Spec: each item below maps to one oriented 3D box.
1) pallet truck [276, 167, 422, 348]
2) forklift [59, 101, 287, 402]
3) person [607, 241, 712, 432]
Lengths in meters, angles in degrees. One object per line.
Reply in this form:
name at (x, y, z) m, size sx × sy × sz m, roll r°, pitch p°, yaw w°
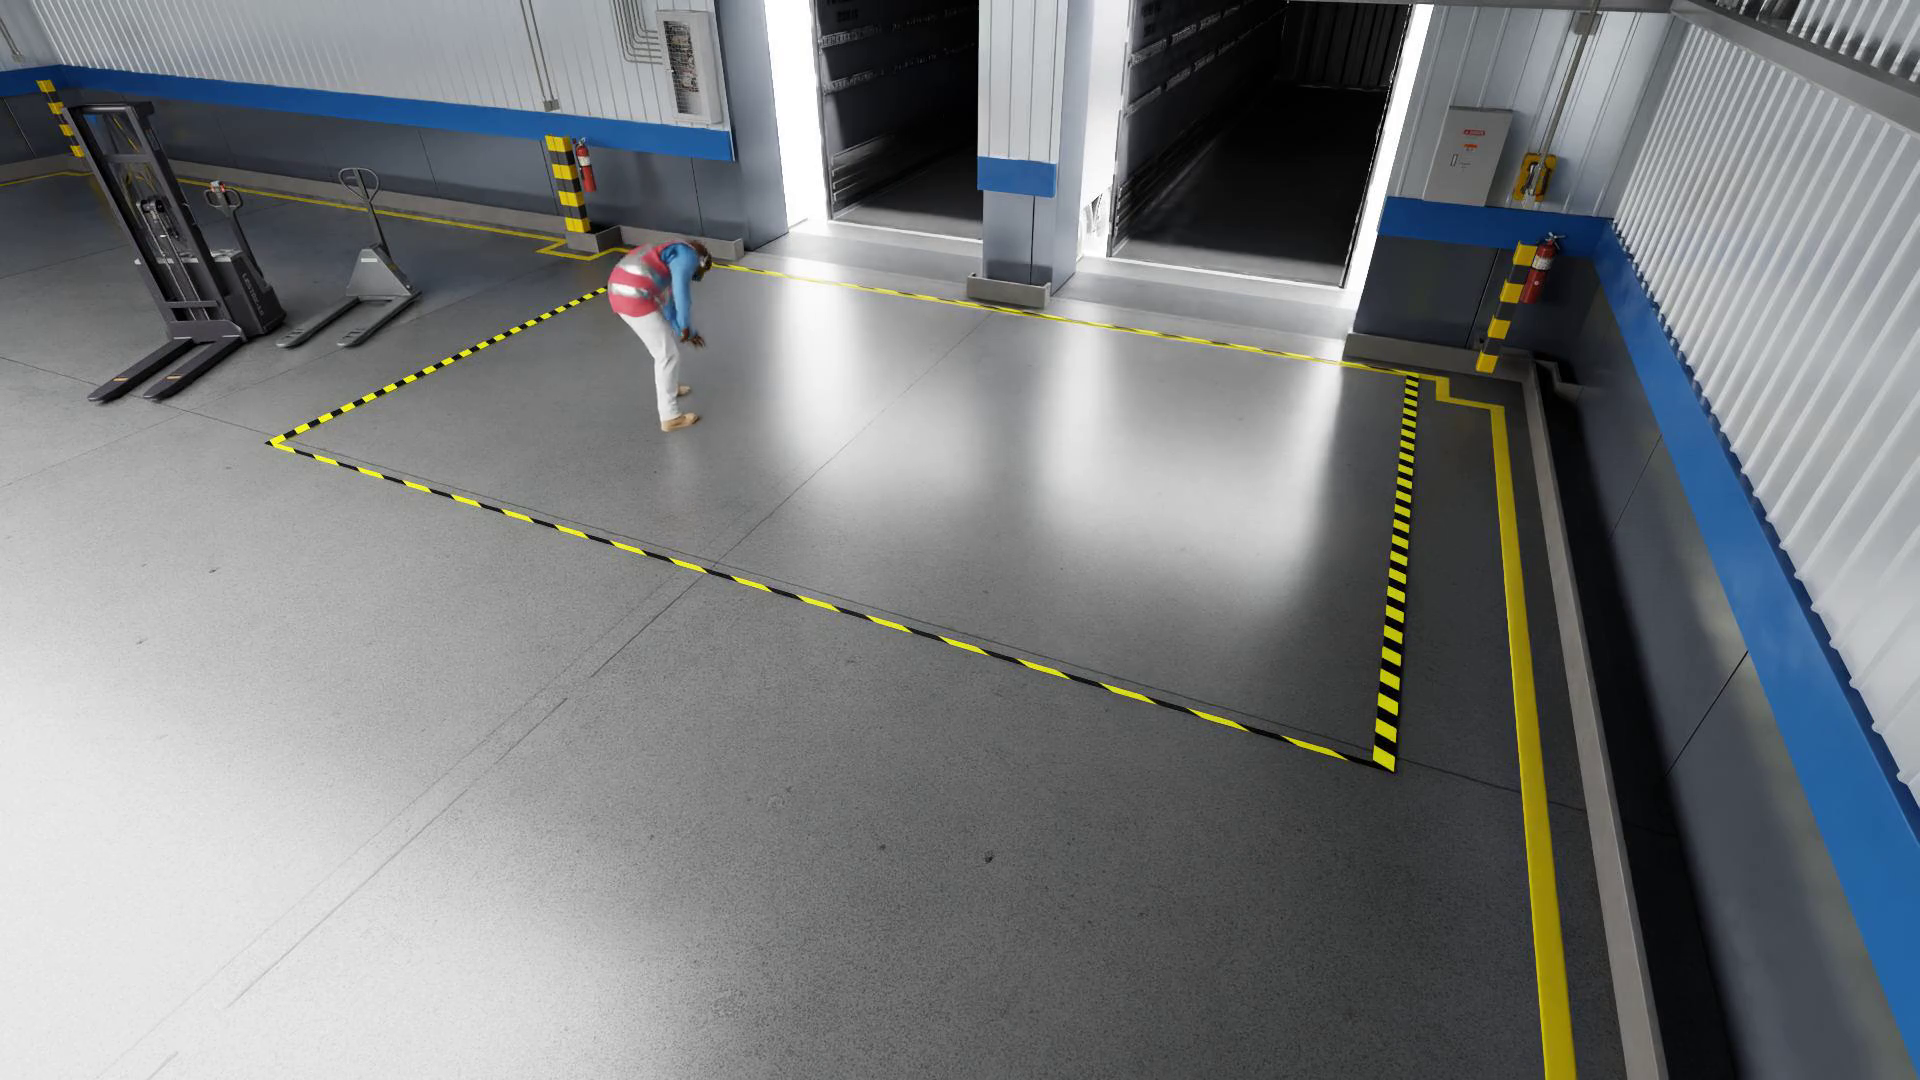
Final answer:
pallet truck at (-5.732, -2.611, 8.414) m, size 0.680 × 1.201 × 1.601 m, roll -1°, pitch 35°, yaw -1°
forklift at (-6.686, -2.387, 7.434) m, size 0.823 × 1.965 × 1.885 m, roll -3°, pitch 35°, yaw -5°
person at (-2.184, -1.626, 7.006) m, size 0.851 × 1.283 × 0.975 m, roll -17°, pitch 38°, yaw -22°
